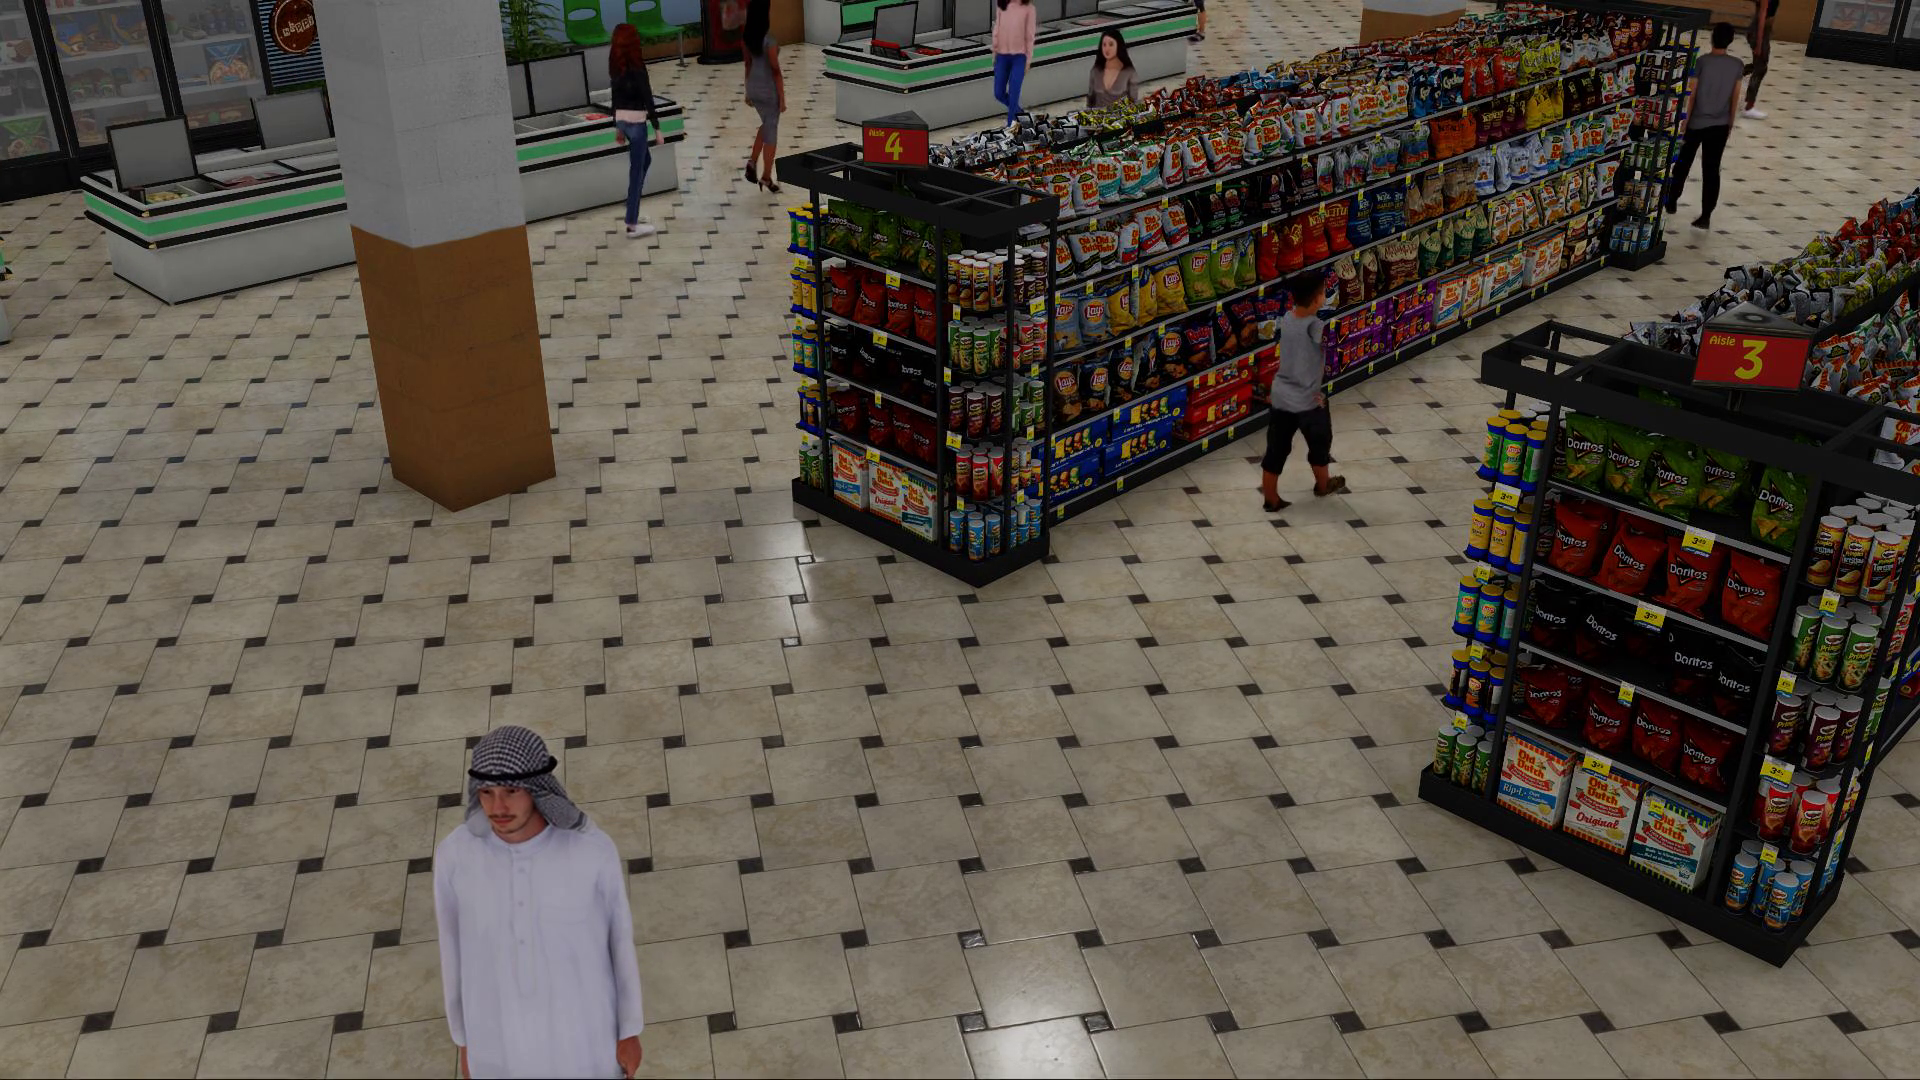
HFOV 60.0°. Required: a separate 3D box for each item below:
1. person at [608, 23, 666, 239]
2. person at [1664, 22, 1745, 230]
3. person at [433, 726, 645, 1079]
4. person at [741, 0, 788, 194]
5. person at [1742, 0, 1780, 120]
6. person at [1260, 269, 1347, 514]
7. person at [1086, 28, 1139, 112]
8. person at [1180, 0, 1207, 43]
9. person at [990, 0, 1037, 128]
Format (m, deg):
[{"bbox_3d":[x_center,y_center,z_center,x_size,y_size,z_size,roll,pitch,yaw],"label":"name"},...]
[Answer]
[{"bbox_3d":[-2.825,-3.422,14.032,0.622,1.774,0.574,-24,35,-39],"label":"person"},{"bbox_3d":[6.422,-3.506,14.266,1.090,1.711,1.243,3,27,6],"label":"person"},{"bbox_3d":[-1.116,1.327,4.499,0.783,1.927,0.859,-3,27,-6],"label":"person"},{"bbox_3d":[-1.869,-4.041,15.259,0.602,1.768,0.663,23,35,37],"label":"person"},{"bbox_3d":[8.652,-5.477,18.183,0.786,1.685,0.893,15,31,27],"label":"person"},{"bbox_3d":[1.852,-0.842,9.315,0.858,1.439,0.627,-22,34,-36],"label":"person"},{"bbox_3d":[1.314,-3.477,14.184,0.727,1.735,0.768,11,29,20],"label":"person"},{"bbox_3d":[3.239,-7.529,22.201,0.726,1.710,0.687,-10,28,-18],"label":"person"},{"bbox_3d":[0.578,-4.908,16.982,0.777,1.756,0.926,16,31,28],"label":"person"}]
